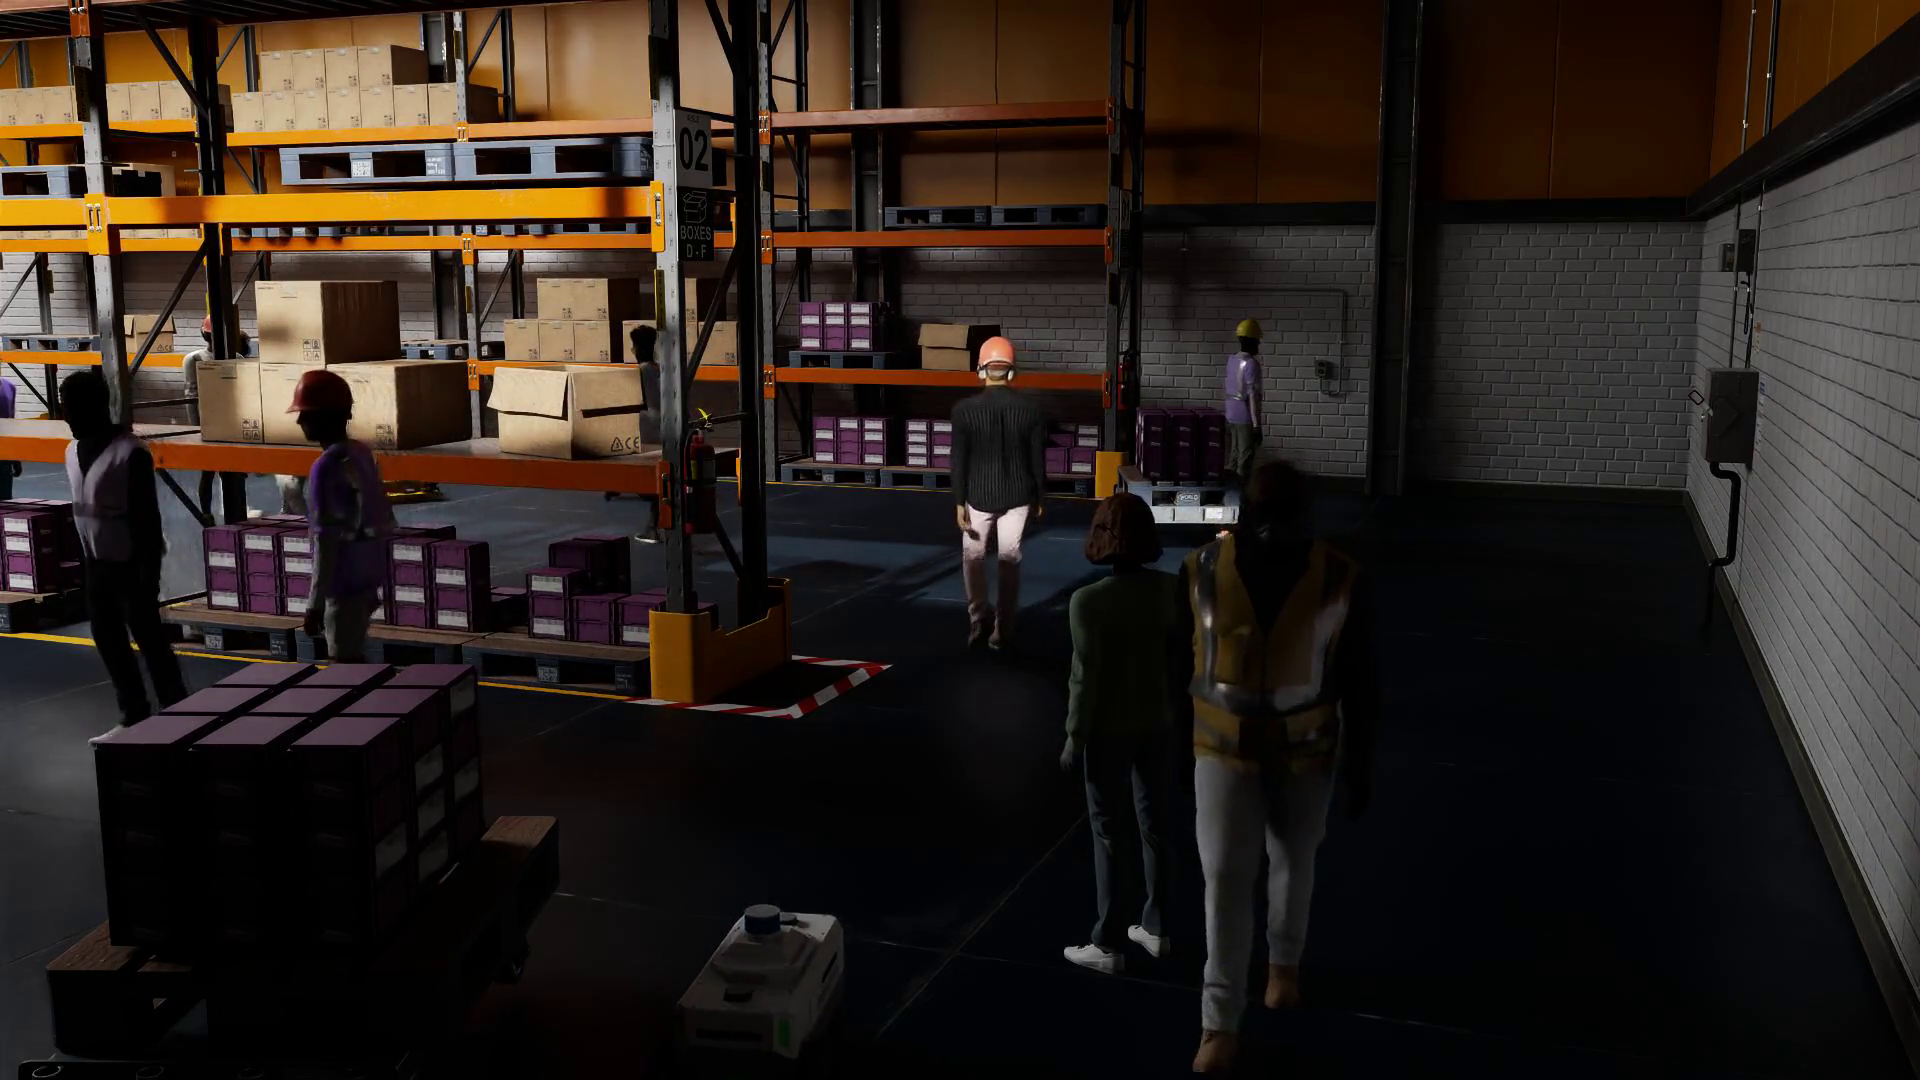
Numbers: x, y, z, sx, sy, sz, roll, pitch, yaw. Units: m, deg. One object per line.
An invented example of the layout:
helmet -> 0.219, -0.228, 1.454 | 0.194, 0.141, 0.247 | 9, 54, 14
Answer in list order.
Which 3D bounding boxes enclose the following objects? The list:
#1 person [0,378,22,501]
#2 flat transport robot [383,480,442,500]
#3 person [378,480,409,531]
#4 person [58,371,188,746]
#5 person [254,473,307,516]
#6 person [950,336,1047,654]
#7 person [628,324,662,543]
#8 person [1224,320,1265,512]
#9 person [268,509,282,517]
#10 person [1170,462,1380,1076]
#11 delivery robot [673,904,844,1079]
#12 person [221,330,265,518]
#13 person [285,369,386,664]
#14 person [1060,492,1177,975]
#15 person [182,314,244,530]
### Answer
person -> -7.735, -0.653, 13.208 | 0.385, 1.837, 0.564 | 3, 10, 19
flat transport robot -> -6.060, -0.598, 17.750 | 0.652, 0.197, 1.431 | -6, 11, -33
person -> -4.567, -0.519, 13.092 | 0.870, 1.587, 0.532 | 0, 9, 2
person -> -4.127, 0.109, 8.287 | 0.632, 1.894, 0.491 | 5, 10, 26
person -> -5.561, -0.640, 13.863 | 0.881, 1.596, 0.514 | 5, 10, 28
person -> 0.241, -0.275, 10.372 | 0.625, 1.977, 0.436 | -1, 9, -6
person -> -2.636, -0.894, 14.415 | 0.602, 1.937, 0.767 | -9, 13, -44
person -> 2.782, -1.178, 16.324 | 0.421, 1.943, 0.616 | -3, 9, -17
person -> -6.375, -1.065, 15.636 | 0.355, 1.884, 0.575 | -5, 10, -27
person -> 0.952, 0.660, 5.095 | 0.636, 1.796, 0.866 | 2, 9, 12
delivery robot -> -0.560, 1.285, 4.747 | 0.477, 0.478, 0.707 | 1, 9, 8
person -> -7.048, -1.135, 16.222 | 0.429, 1.841, 0.638 | -7, 11, -37
person -> -2.862, 0.189, 7.611 | 0.433, 1.934, 0.559 | 0, 9, -3
person -> 0.555, 0.652, 5.642 | 0.497, 1.633, 0.284 | -7, 11, -36
person -> -6.626, -1.028, 14.937 | 0.390, 2.034, 0.605 | 5, 10, 30
